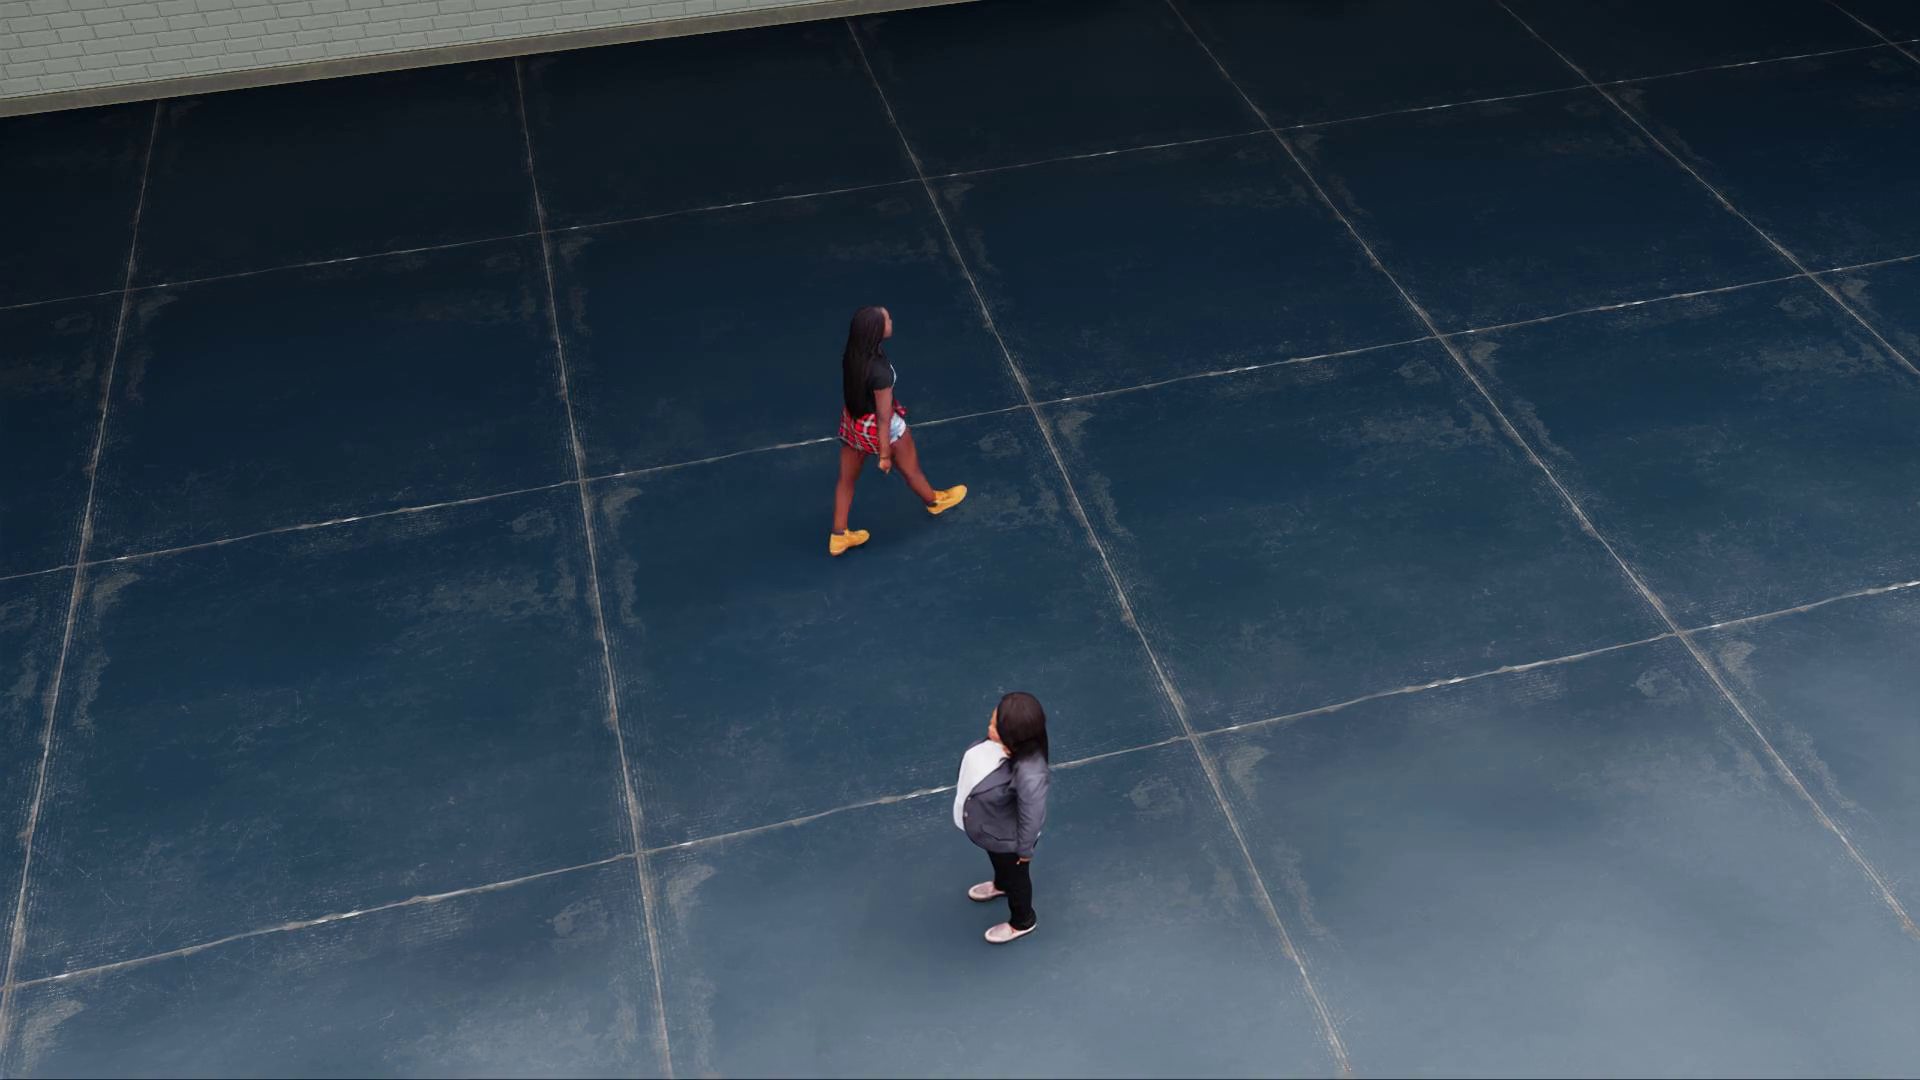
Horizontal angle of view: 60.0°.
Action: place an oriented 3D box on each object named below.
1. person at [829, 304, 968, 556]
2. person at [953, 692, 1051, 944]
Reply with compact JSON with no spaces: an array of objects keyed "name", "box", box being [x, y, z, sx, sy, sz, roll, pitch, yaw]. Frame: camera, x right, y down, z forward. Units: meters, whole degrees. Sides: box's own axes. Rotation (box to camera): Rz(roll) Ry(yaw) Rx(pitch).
[{"name":"person","box":[-0.579,-0.580,9.574,0.948,1.685,1.160,-26,49,-25]},{"name":"person","box":[0.231,1.255,7.672,0.738,1.597,0.602,-7,44,-8]}]
